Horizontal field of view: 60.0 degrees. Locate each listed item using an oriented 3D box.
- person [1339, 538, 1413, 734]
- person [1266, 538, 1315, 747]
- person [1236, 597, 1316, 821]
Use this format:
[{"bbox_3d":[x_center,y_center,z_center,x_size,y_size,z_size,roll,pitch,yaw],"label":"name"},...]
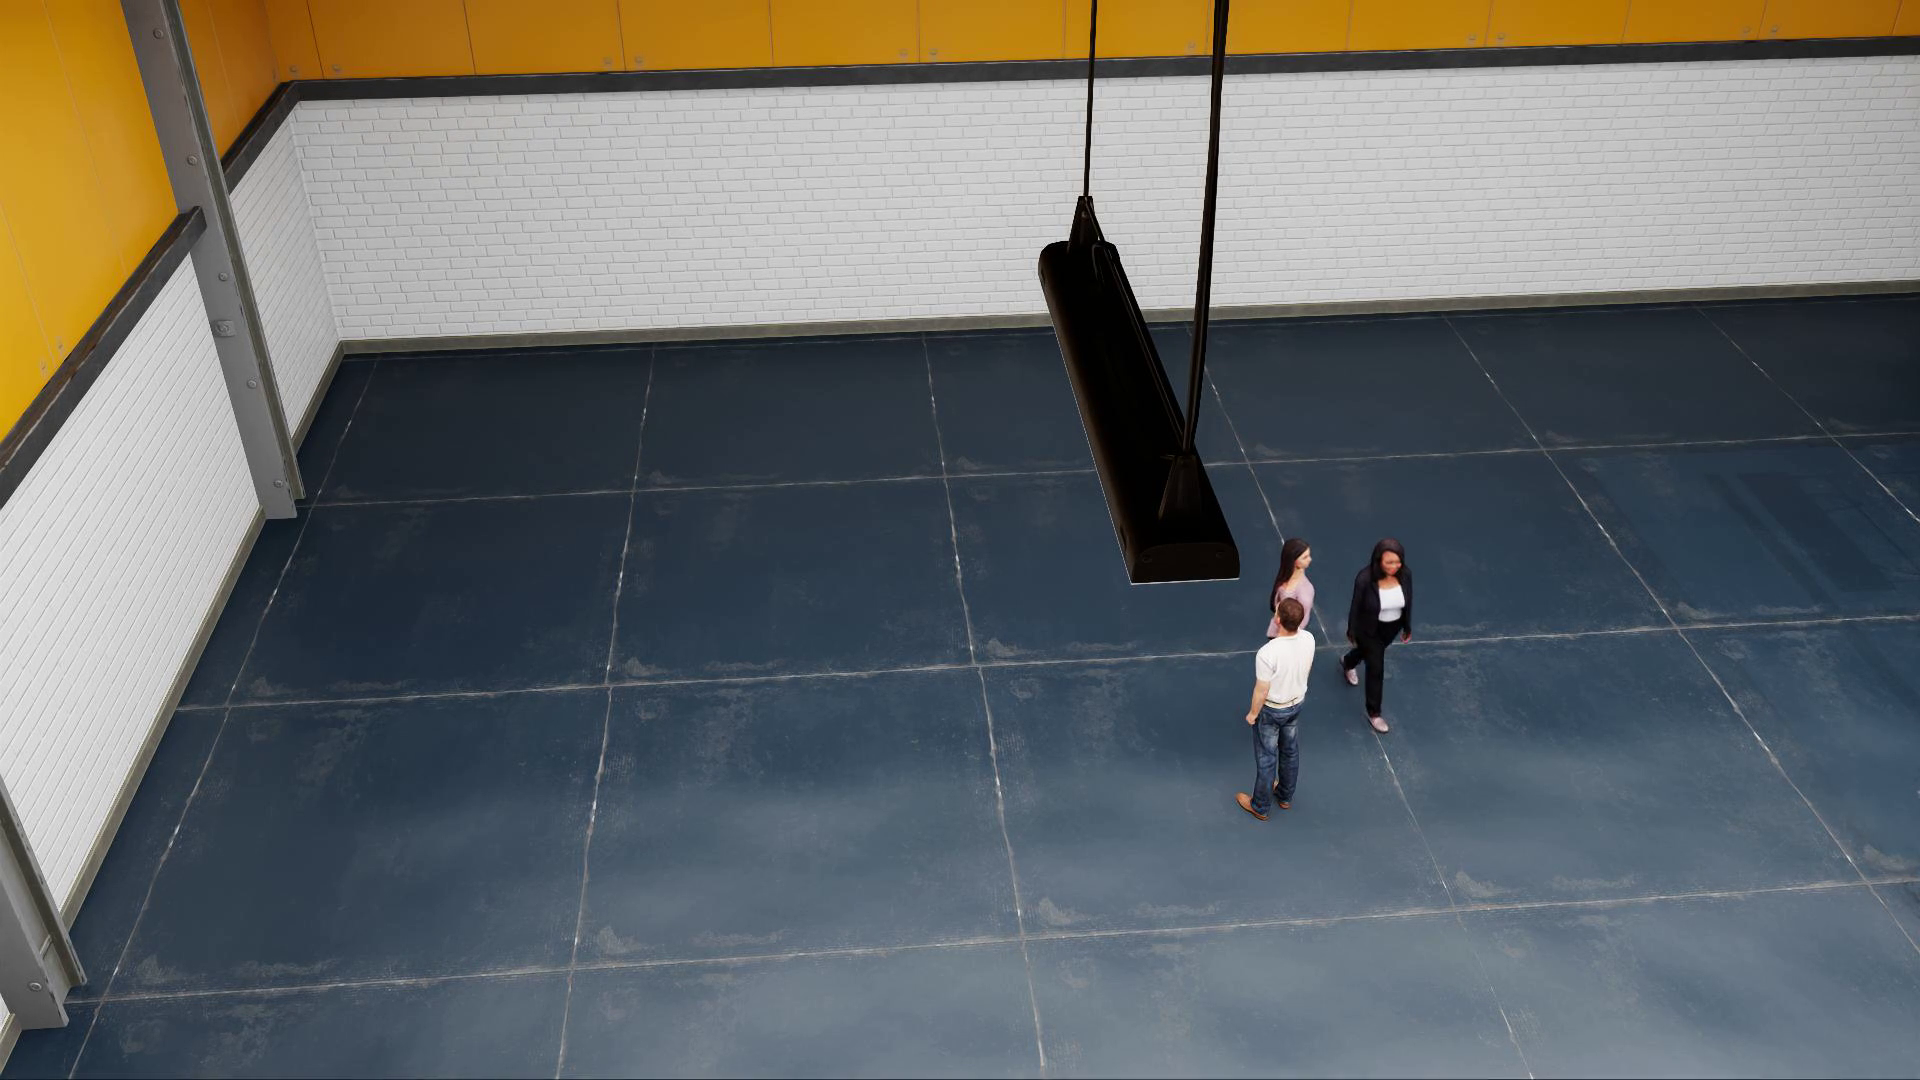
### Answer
[{"bbox_3d":[3.193,0.628,12.871,0.863,1.586,1.164,-14,36,-20],"label":"person"},{"bbox_3d":[2.421,0.752,12.481,0.744,1.811,0.609,11,35,17],"label":"person"},{"bbox_3d":[2.269,1.190,11.782,0.749,1.856,0.733,-18,38,-25],"label":"person"}]
